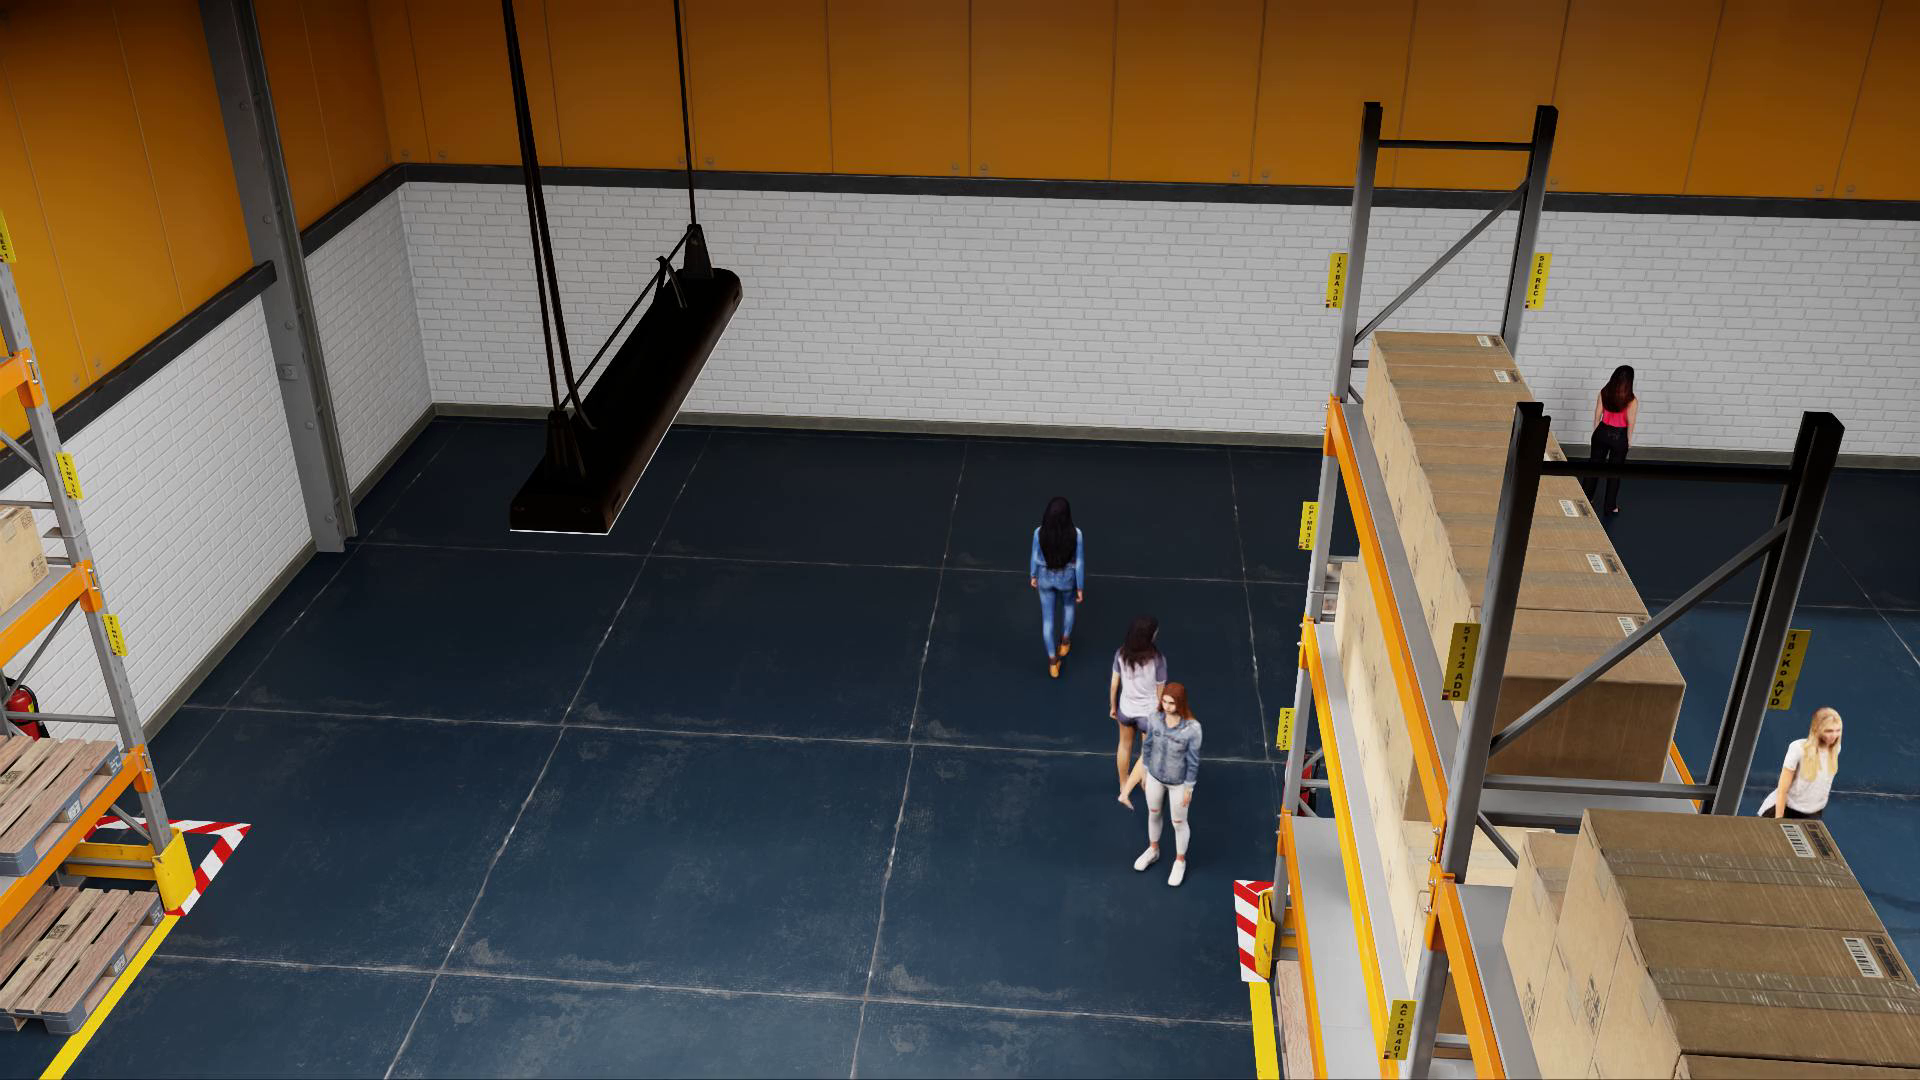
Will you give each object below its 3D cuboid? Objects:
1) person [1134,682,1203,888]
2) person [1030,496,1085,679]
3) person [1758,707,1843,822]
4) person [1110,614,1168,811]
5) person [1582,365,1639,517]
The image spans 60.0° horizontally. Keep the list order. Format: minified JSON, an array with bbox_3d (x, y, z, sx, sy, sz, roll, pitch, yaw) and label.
[{"bbox_3d":[1.544,1.744,12.177,0.679,1.698,0.677,19,34,30],"label":"person"},{"bbox_3d":[0.846,0.443,14.565,0.632,1.696,0.784,3,29,5],"label":"person"},{"bbox_3d":[5.853,1.888,11.838,0.841,1.770,1.257,-6,29,-10],"label":"person"},{"bbox_3d":[1.376,1.372,12.837,0.784,1.721,0.952,10,30,17],"label":"person"},{"bbox_3d":[6.801,-1.054,17.348,0.656,1.660,0.697,25,37,38],"label":"person"}]
